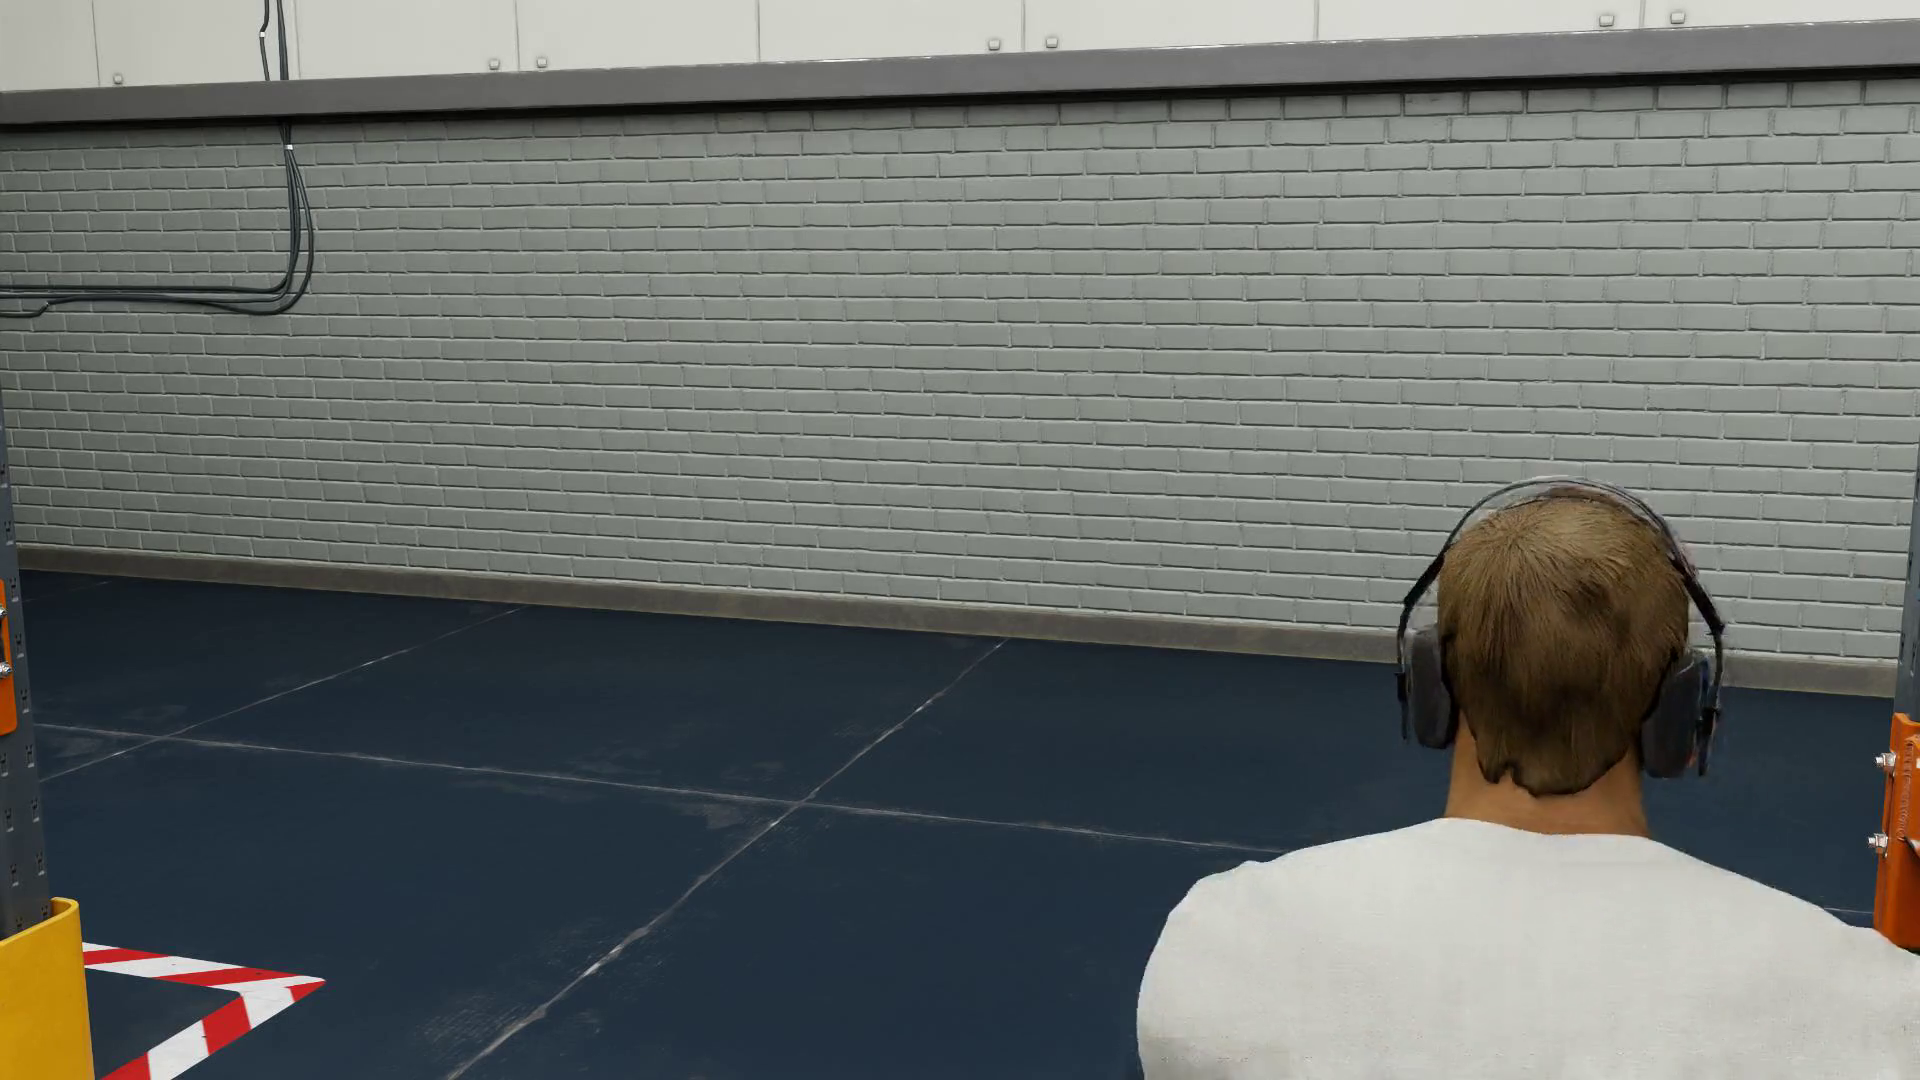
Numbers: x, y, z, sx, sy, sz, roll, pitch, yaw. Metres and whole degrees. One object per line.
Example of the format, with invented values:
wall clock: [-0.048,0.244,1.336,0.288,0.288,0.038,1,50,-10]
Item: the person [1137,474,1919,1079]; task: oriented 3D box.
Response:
person: [0.414,0.920,1.272,0.635,1.918,0.715,3,10,19]
